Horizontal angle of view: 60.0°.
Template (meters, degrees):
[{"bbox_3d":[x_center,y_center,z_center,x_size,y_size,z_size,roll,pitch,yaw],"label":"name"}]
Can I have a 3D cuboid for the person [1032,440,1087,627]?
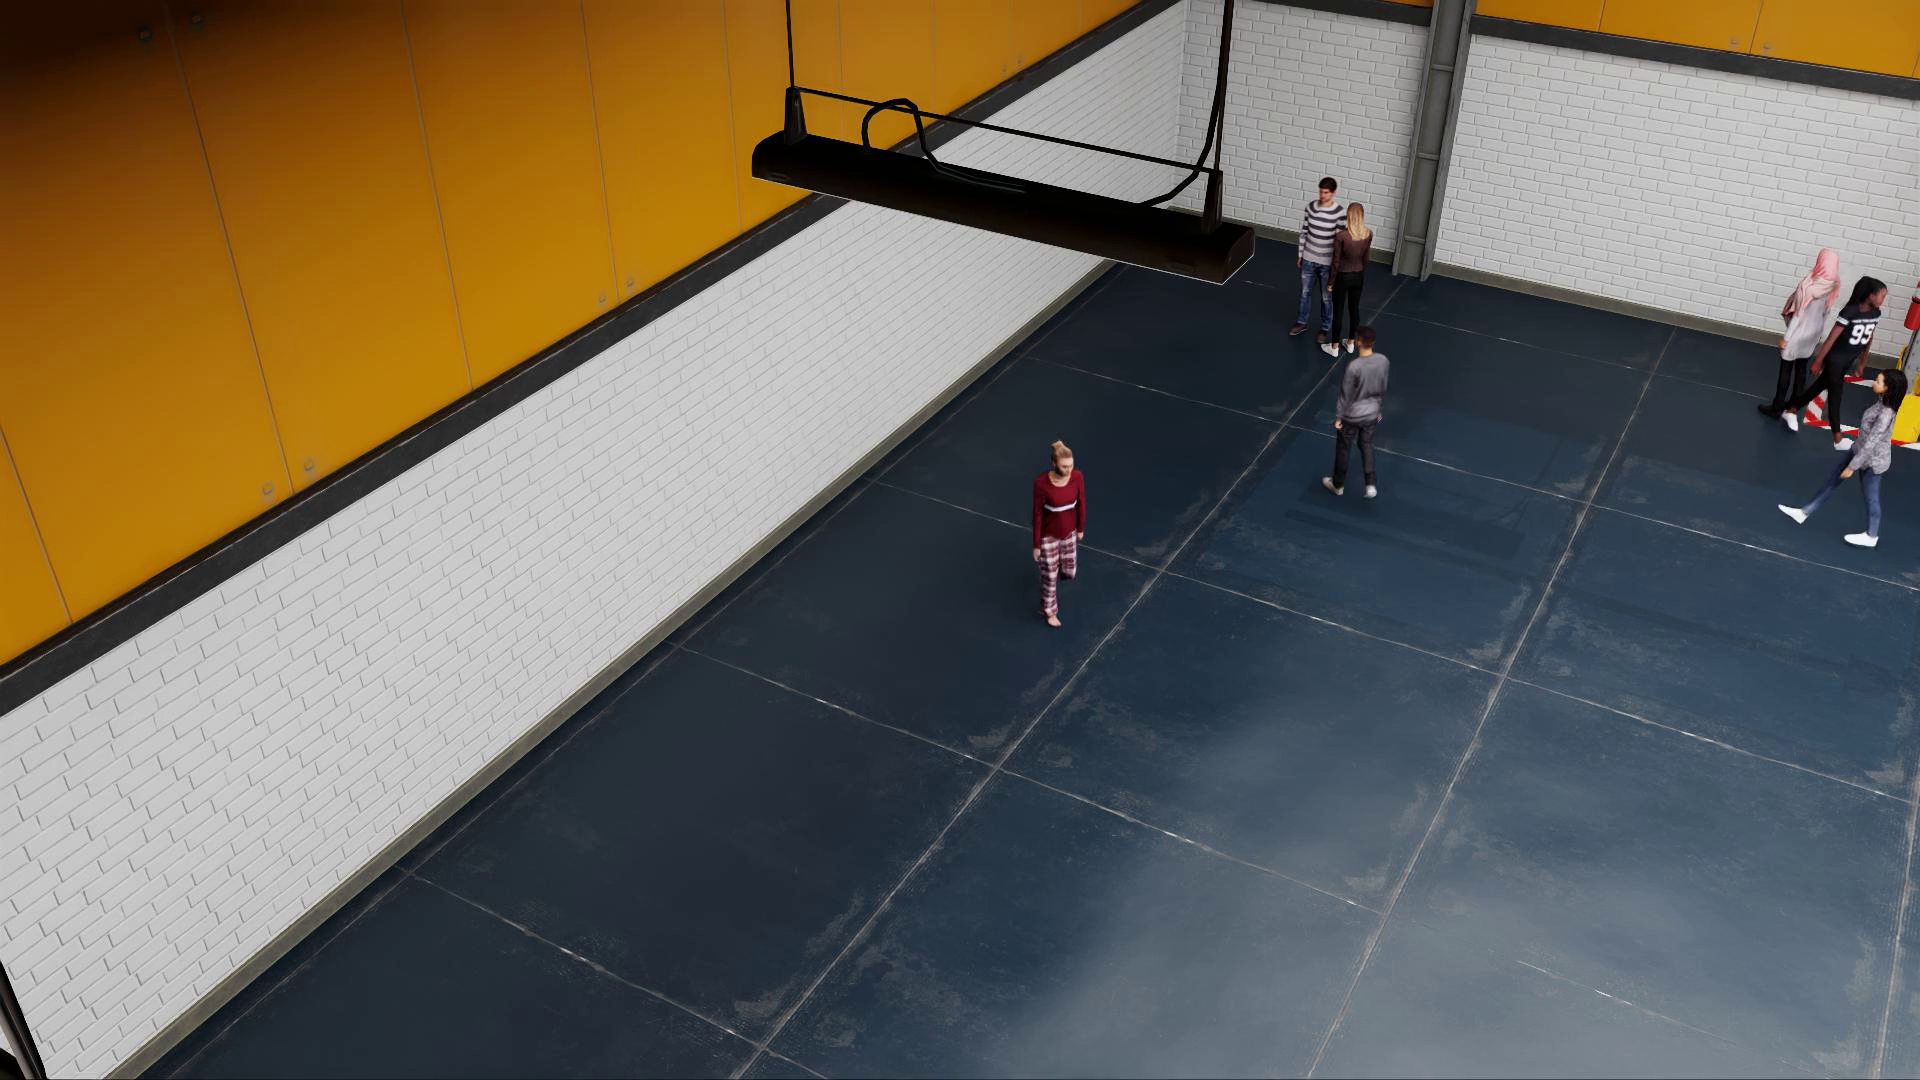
[{"bbox_3d":[0.759,-0.097,13.641,0.847,1.686,0.907,-10,35,-15],"label":"person"}]

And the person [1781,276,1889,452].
[{"bbox_3d":[8.468,-1.769,16.147,1.115,1.697,1.254,-10,35,-15],"label":"person"}]

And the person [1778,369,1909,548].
[{"bbox_3d":[8.021,-0.678,14.506,1.099,1.696,0.723,14,36,20],"label":"person"}]

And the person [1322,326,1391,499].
[{"bbox_3d":[3.666,-1.122,15.122,0.930,1.753,1.001,-11,35,-15],"label":"person"}]

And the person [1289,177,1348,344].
[{"bbox_3d":[3.889,-3.043,17.929,0.482,1.847,0.721,21,39,29],"label":"person"}]

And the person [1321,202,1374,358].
[{"bbox_3d":[4.117,-2.763,17.636,0.671,1.703,0.716,-11,35,-16],"label":"person"}]

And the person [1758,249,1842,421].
[{"bbox_3d":[8.343,-2.038,16.455,0.743,1.804,0.797,-10,35,-14],"label":"person"}]
